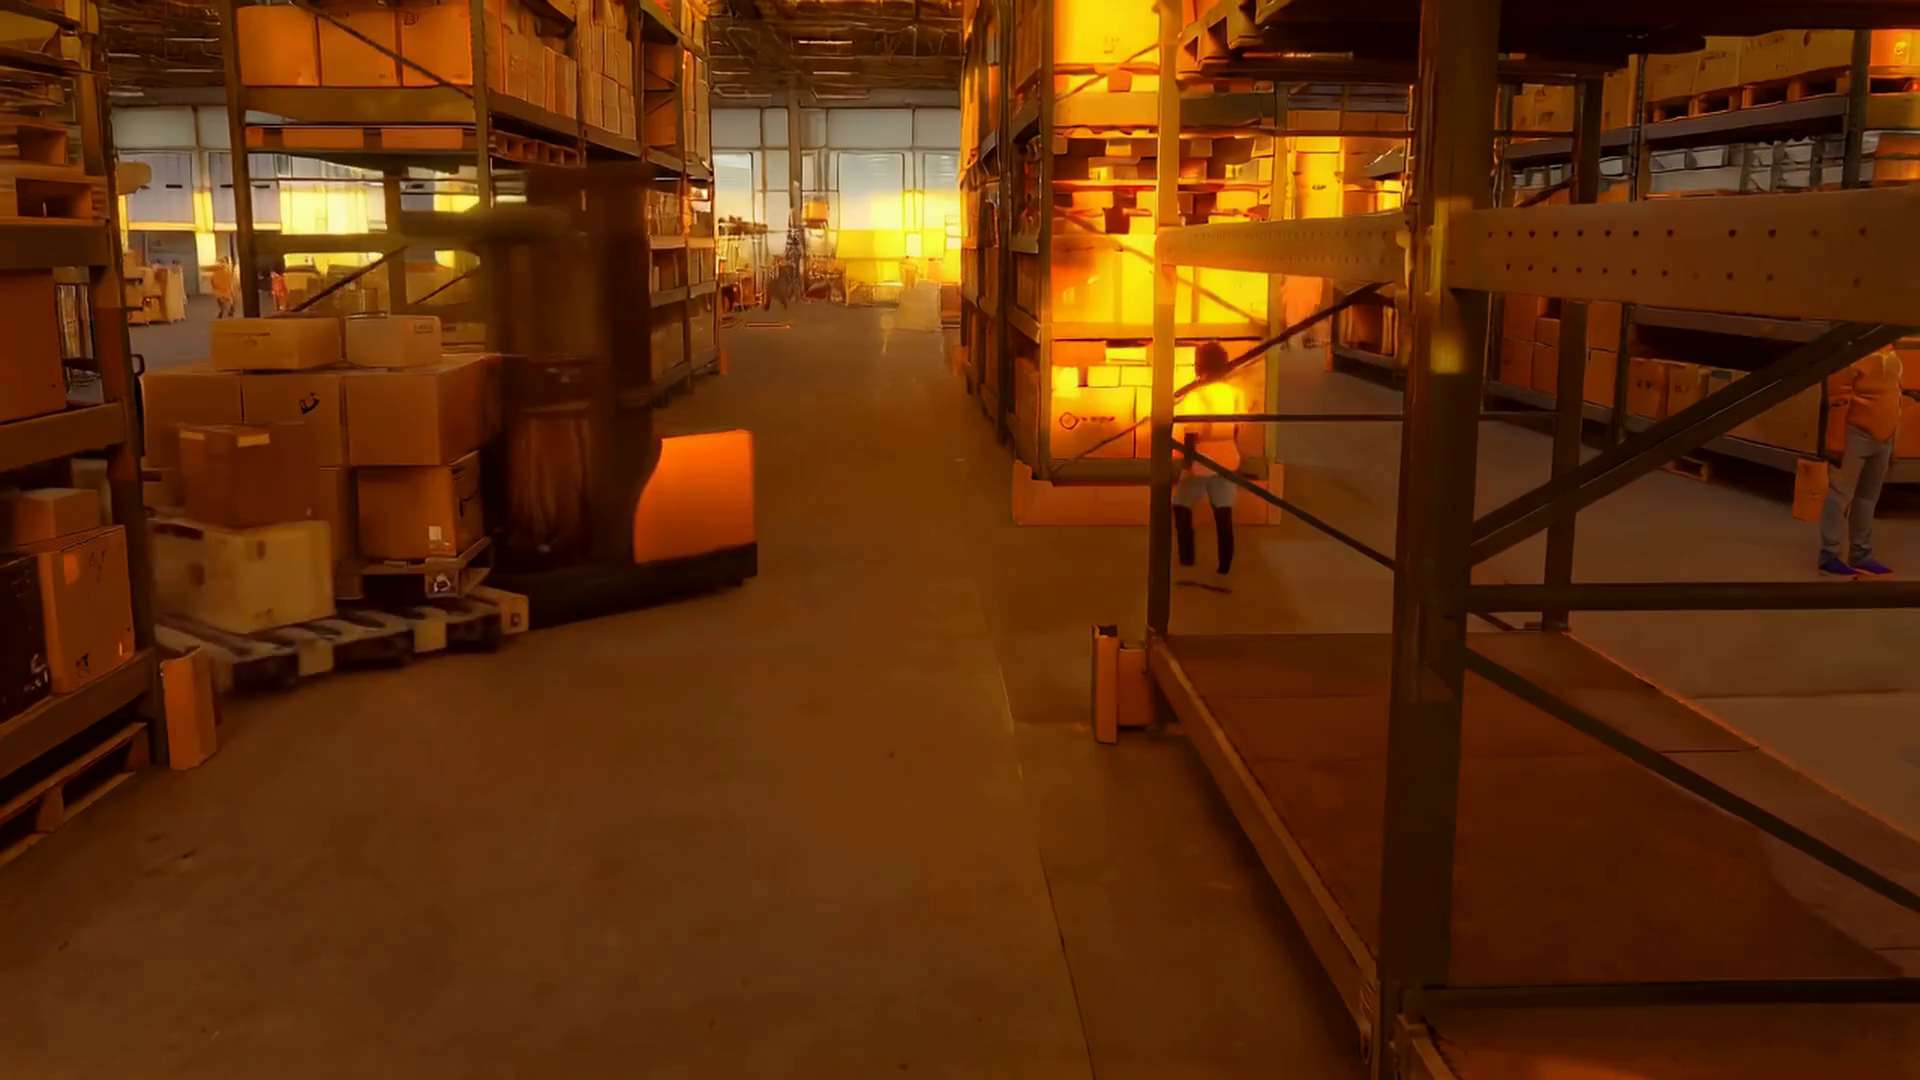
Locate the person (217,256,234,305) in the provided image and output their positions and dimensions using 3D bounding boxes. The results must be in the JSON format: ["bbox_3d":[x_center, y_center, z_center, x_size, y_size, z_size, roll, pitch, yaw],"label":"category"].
[{"bbox_3d":[-27.092,-9.570,61.389,0.532,1.834,0.967,-5,11,-24],"label":"person"}]

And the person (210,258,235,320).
[{"bbox_3d":[-18.852,-6.250,42.596,0.566,1.923,0.498,2,10,13],"label":"person"}]

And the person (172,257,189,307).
[{"bbox_3d":[-28.333,-9.321,60.058,0.927,1.794,0.654,-1,10,-5],"label":"person"}]

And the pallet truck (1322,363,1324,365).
[{"bbox_3d":[7.712,-4.157,30.737,1.885,1.965,0.823,3,11,16],"label":"pallet truck"}]

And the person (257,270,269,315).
[{"bbox_3d":[-14.611,-4.742,34.694,0.378,1.755,0.525,1,10,4],"label":"person"}]

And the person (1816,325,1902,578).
[{"bbox_3d":[6.352,-0.684,11.681,0.642,1.900,0.400,-5,11,-24],"label":"person"}]

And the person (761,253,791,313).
[{"bbox_3d":[-6.060,-8.516,54.901,1.039,2.000,0.687,4,11,20],"label":"person"}]

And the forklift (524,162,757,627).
[{"bbox_3d":[-2.356,-1.017,10.784,1.129,2.768,1.873,9,14,41],"label":"forklift"}]

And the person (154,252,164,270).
[{"bbox_3d":[-31.419,-10.364,65.510,0.708,1.920,0.657,-1,10,-5],"label":"person"}]

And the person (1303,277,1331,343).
[{"bbox_3d":[8.368,-5.447,38.227,1.009,1.887,0.643,3,11,18],"label":"person"}]

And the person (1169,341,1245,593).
[{"bbox_3d":[1.628,-0.493,11.191,0.559,1.676,0.594,-7,12,-34],"label":"person"}]

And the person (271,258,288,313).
[{"bbox_3d":[-15.726,-5.535,38.502,0.367,1.967,0.606,-2,10,-11],"label":"person"}]

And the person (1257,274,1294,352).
[{"bbox_3d":[6.711,-4.797,35.213,0.780,1.666,0.536,-4,11,-22],"label":"person"}]

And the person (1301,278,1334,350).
[{"bbox_3d":[7.861,-5.062,35.975,1.009,1.942,0.621,8,13,37],"label":"person"}]

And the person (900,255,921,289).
[{"bbox_3d":[-1.632,-8.507,55.275,0.715,1.881,0.902,-2,10,-9],"label":"person"}]
